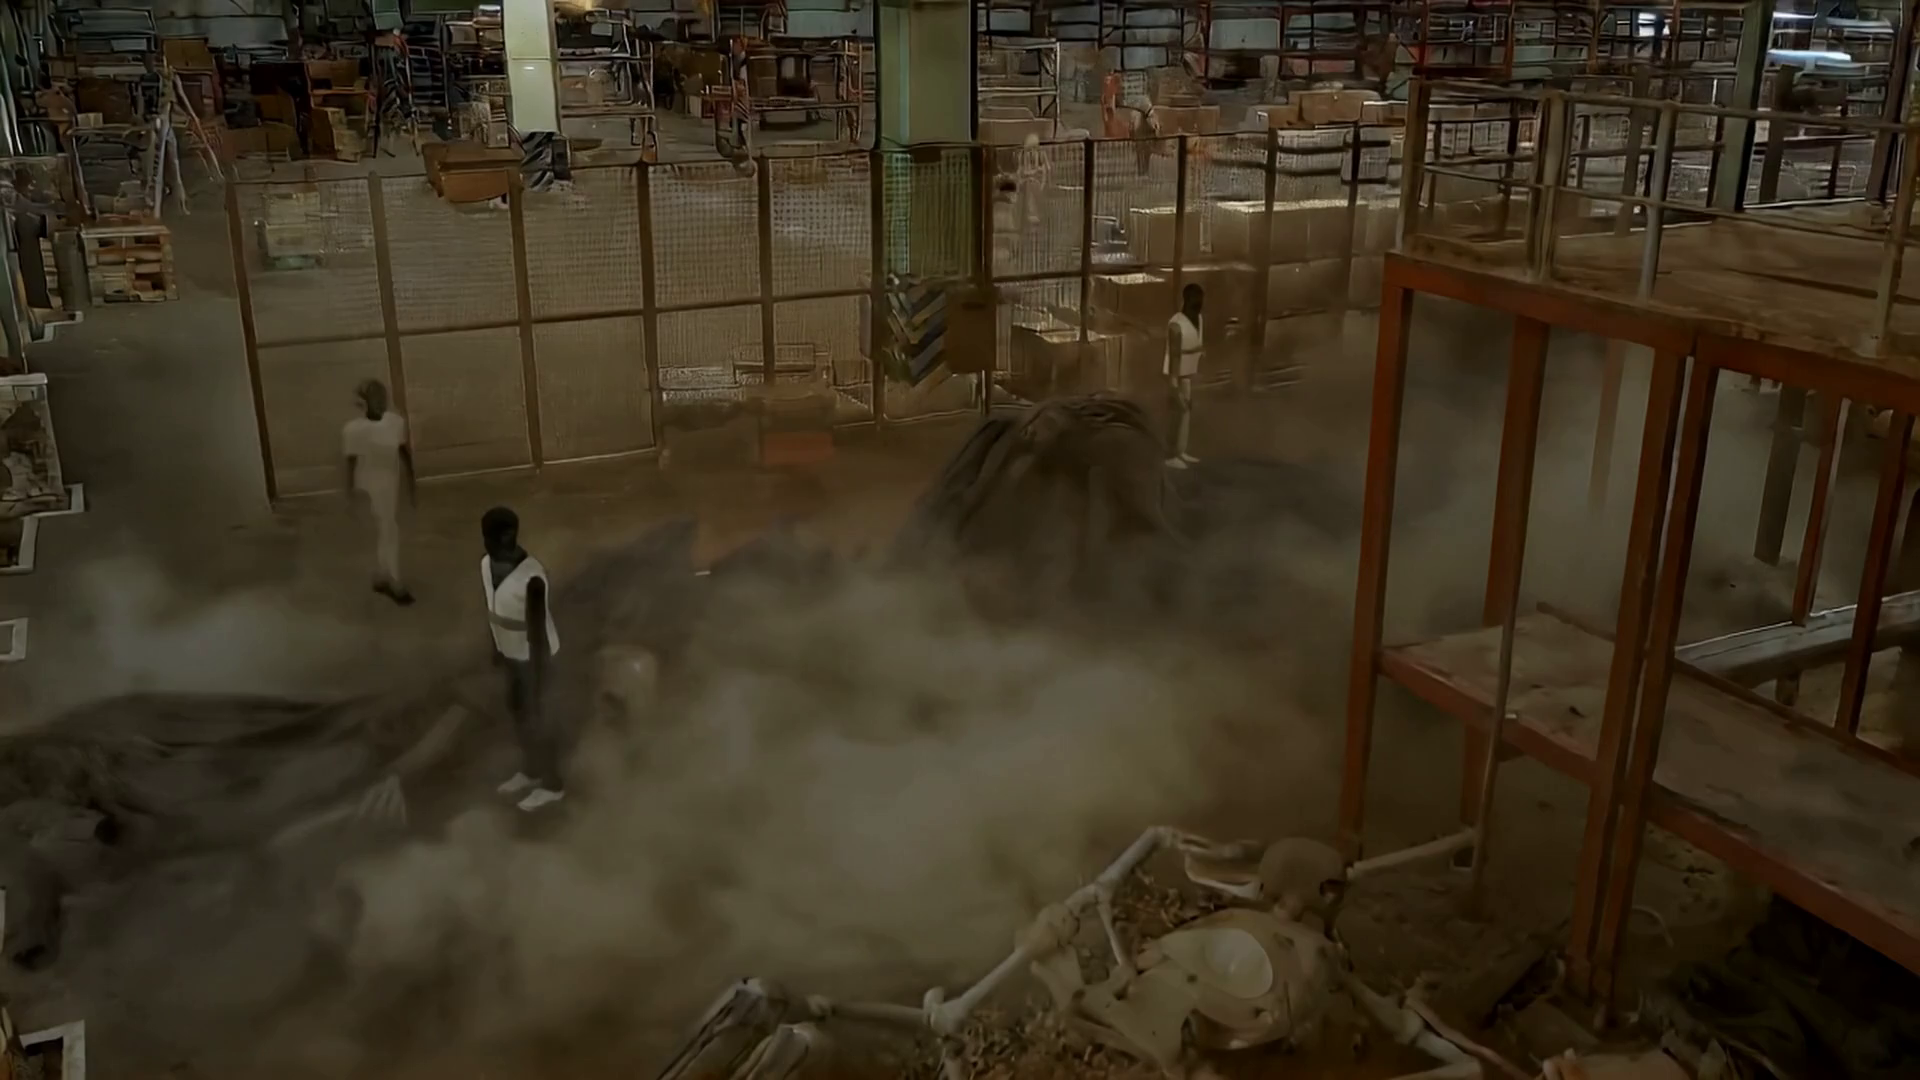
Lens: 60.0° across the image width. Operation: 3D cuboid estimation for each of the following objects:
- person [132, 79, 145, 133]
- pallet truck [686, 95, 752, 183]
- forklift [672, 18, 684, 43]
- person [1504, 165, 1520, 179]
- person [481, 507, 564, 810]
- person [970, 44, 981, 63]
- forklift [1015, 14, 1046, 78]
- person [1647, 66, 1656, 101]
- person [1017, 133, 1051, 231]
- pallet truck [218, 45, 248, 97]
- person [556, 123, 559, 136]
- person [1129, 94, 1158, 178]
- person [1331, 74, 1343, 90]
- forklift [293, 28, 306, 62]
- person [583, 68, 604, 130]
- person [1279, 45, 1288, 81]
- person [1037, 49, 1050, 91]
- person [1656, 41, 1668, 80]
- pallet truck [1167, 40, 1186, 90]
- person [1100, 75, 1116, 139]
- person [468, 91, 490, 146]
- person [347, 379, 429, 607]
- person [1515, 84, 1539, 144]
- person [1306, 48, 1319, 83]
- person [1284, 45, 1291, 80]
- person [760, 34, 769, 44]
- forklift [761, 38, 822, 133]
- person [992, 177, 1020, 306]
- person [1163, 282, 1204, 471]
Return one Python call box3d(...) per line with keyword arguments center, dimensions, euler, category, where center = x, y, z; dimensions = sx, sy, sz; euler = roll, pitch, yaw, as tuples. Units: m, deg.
box3d(center=(-25.364, -13.401, 51.410), dimensions=(0.521, 1.632, 0.314), euler=(4, 20, 13), category="person")
box3d(center=(-5.836, -9.608, 39.856), dimensions=(0.823, 1.965, 1.885), euler=(10, 22, 27), category="pallet truck")
box3d(center=(-12.115, -21.127, 71.912), dimensions=(1.873, 2.768, 1.129), euler=(-2, 19, -6), category="forklift")
box3d(center=(9.076, -5.205, 27.294), dimensions=(0.640, 1.866, 0.591), euler=(3, 19, 8), category="person")
box3d(center=(-2.662, 0.700, 10.117), dimensions=(0.584, 1.911, 0.392), euler=(18, 26, 42), category="person")
box3d(center=(0.593, -19.515, 68.612), dimensions=(0.621, 1.974, 0.741), euler=(-17, 26, -41), category="person")
box3d(center=(3.605, -22.941, 77.173), dimensions=(1.873, 2.768, 1.129), euler=(-9, 21, -25), category="forklift")
box3d(center=(23.694, -15.465, 57.306), dimensions=(0.540, 1.684, 0.491), euler=(13, 23, 34), category="person")
box3d(center=(1.478, -6.946, 32.352), dimensions=(0.597, 1.849, 0.872), euler=(-13, 23, -33), category="person")
box3d(center=(-28.879, -18.665, 66.111), dimensions=(0.823, 1.965, 1.885), euler=(-3, 19, -9), category="pallet truck")
box3d(center=(-9.600, -9.057, 38.409), dimensions=(0.890, 1.888, 0.599), euler=(9, 21, 24), category="person")
box3d(center=(4.468, -9.881, 40.580), dimensions=(0.692, 2.000, 1.014), euler=(1, 19, 2), category="person")
box3d(center=(12.208, -14.278, 53.950), dimensions=(0.315, 1.629, 0.508), euler=(-7, 20, -21), category="person")
box3d(center=(-23.756, -17.105, 60.255), dimensions=(1.873, 2.768, 1.129), euler=(-9, 21, -25), category="forklift")
box3d(center=(-11.625, -14.019, 52.791), dimensions=(0.640, 1.912, 0.922), euler=(-2, 19, -6), category="person")
box3d(center=(12.920, -18.846, 66.726), dimensions=(0.360, 1.938, 0.545), euler=(-9, 21, -24), category="person")
box3d(center=(3.447, -19.559, 69.202), dimensions=(0.651, 1.677, 0.545), euler=(12, 22, 30), category="person")
box3d(center=(31.967, -21.857, 75.641), dimensions=(0.585, 1.801, 0.621), euler=(-8, 21, -23), category="person")
box3d(center=(9.045, -19.971, 69.895), dimensions=(0.823, 1.965, 1.885), euler=(-3, 19, -8), category="pallet truck")
box3d(center=(4.435, -12.937, 49.722), dimensions=(0.507, 1.860, 0.323), euler=(14, 24, 35), category="person")
box3d(center=(-12.577, -10.786, 43.509), dimensions=(0.429, 1.839, 0.634), euler=(15, 24, 37), category="person")
box3d(center=(-4.575, -0.385, 13.369), dimensions=(0.728, 1.839, 0.488), euler=(10, 21, 27), category="person")
box3d(center=(15.385, -11.409, 45.212), dimensions=(0.631, 1.909, 1.025), euler=(3, 19, 9), category="person")
box3d(center=(14.980, -20.014, 70.493), dimensions=(0.640, 1.676, 0.538), euler=(-8, 21, -22), category="person")
box3d(center=(13.384, -19.385, 68.351), dimensions=(0.972, 1.906, 0.634), euler=(-16, 25, -39), category="person")
box3d(center=(-9.270, -23.157, 79.275), dimensions=(0.440, 1.900, 0.702), euler=(8, 21, 23), category="person")
box3d(center=(-5.326, -14.216, 51.880), dimensions=(1.129, 2.768, 1.873), euler=(10, 22, 27), category="forklift")
box3d(center=(0.686, -4.507, 25.175), dimensions=(0.601, 1.921, 0.585), euler=(12, 23, 32), category="person")
box3d(center=(2.294, -1.686, 17.017), dimensions=(0.398, 1.915, 0.589), euler=(12, 22, 31), category="person")
